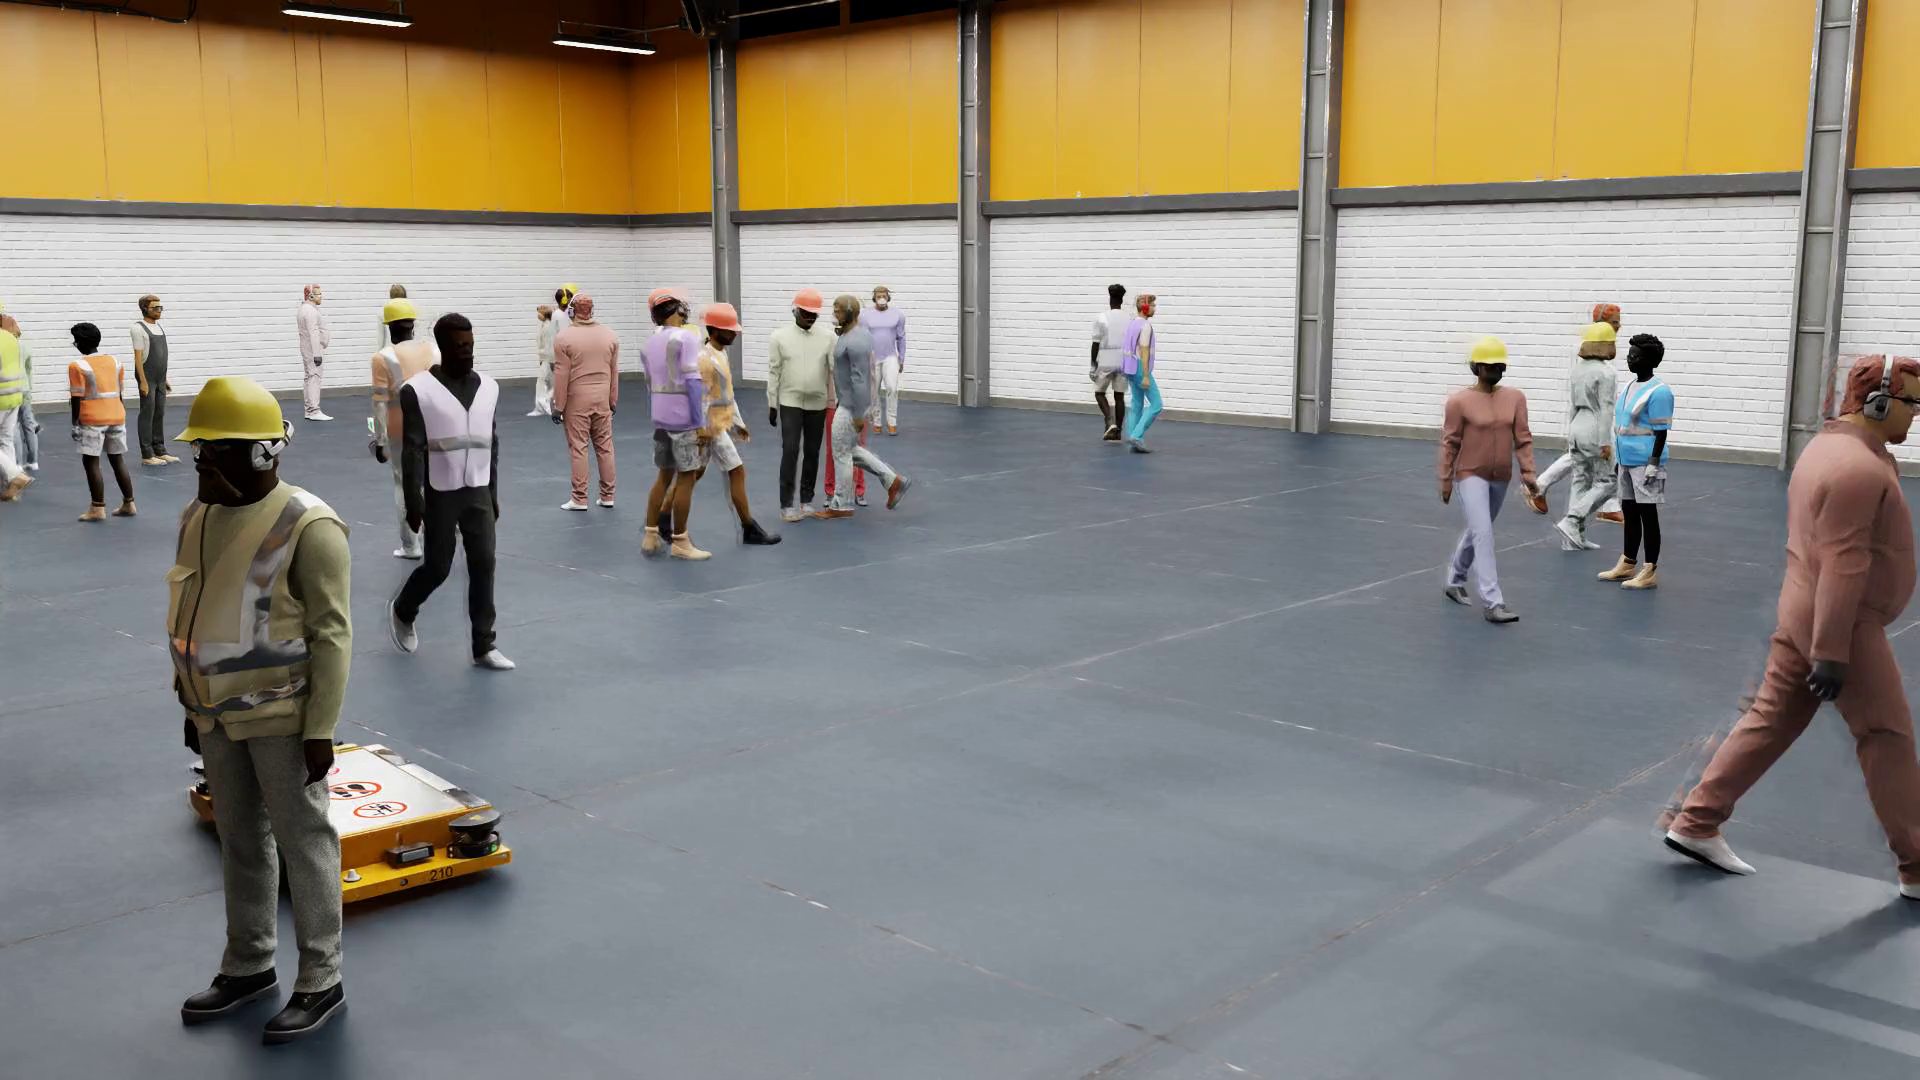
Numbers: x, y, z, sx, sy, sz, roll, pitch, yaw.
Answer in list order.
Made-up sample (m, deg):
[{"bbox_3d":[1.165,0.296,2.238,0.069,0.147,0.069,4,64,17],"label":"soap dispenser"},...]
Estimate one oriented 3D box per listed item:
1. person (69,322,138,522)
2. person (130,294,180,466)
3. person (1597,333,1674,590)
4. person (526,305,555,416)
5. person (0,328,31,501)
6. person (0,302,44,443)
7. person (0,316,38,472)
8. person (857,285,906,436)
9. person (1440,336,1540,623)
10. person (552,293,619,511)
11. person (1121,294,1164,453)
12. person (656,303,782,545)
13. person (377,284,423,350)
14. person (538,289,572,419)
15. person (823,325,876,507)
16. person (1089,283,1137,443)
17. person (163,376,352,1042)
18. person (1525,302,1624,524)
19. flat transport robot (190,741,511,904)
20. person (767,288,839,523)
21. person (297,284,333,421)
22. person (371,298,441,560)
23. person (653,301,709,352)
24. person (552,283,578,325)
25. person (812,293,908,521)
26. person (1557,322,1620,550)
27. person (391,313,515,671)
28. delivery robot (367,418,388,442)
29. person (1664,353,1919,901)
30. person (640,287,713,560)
[{"bbox_3d":[-7.268,-0.999,14.046,0.341,1.681,0.544,3,10,20],"label":"person"},{"bbox_3d":[-8.712,-1.722,17.968,0.347,1.847,0.505,1,9,6],"label":"person"},{"bbox_3d":[4.510,-0.520,11.048,0.320,1.698,0.531,-1,9,-6],"label":"person"},{"bbox_3d":[-5.868,-2.592,24.018,0.777,1.605,0.523,-3,10,-18],"label":"person"},{"bbox_3d":[-8.717,-1.227,15.042,0.453,1.817,0.627,1,9,4],"label":"person"},{"bbox_3d":[-11.504,-2.023,19.977,0.849,1.799,0.595,-9,13,-43],"label":"person"},{"bbox_3d":[-9.885,-1.518,17.362,0.285,1.633,0.498,2,10,14],"label":"person"},{"bbox_3d":[-0.993,-2.269,21.124,0.635,1.913,0.755,-1,9,-7],"label":"person"},{"bbox_3d":[3.212,-0.384,10.165,0.529,1.714,0.945,-3,10,-16],"label":"person"},{"bbox_3d":[-3.305,-1.207,14.622,0.639,1.910,0.407,-9,13,-43],"label":"person"},{"bbox_3d":[2.085,-1.889,19.021,0.457,1.829,0.604,-2,9,-11],"label":"person"},{"bbox_3d":[-1.934,-0.870,12.674,1.024,1.879,0.557,-1,9,-7],"label":"person"},{"bbox_3d":[-7.883,-2.656,23.511,0.649,1.934,0.544,3,10,21],"label":"person"},{"bbox_3d":[-5.624,-2.590,23.303,0.485,1.847,0.541,-2,10,-15],"label":"person"},{"bbox_3d":[-1.010,-1.168,14.814,0.533,1.767,0.326,-1,9,-8],"label":"person"},{"bbox_3d":[1.869,-2.138,20.195,0.628,1.945,0.435,-2,9,-12],"label":"person"},{"bbox_3d":[-1.950,0.464,4.599,0.586,1.835,0.403,5,10,27],"label":"person"},{"bbox_3d":[5.264,-1.074,14.013,0.583,1.856,0.890,-8,12,-41],"label":"person"},{"bbox_3d":[-2.278,0.995,6.121,0.652,0.197,1.431,-8,12,-40],"label":"flat transport robot"},{"bbox_3d":[-1.300,-1.142,14.076,0.635,1.959,0.709,-3,10,-15],"label":"person"},{"bbox_3d":[-9.046,-2.627,23.332,0.402,1.906,0.652,-6,11,-31],"label":"person"},{"bbox_3d":[-3.967,-0.793,12.051,0.489,1.909,0.595,9,13,43],"label":"person"},{"bbox_3d":[-2.921,-1.589,17.309,0.658,1.792,0.944,-4,10,-25],"label":"person"},{"bbox_3d":[-6.130,-3.094,26.271,0.611,1.887,0.929,4,10,21],"label":"person"},{"bbox_3d":[-0.858,-1.115,14.016,0.742,1.923,0.639,-1,9,-6],"label":"person"},{"bbox_3d":[4.716,-0.759,12.413,0.389,1.728,0.508,-2,9,-12],"label":"person"},{"bbox_3d":[-2.746,-0.264,8.883,0.809,1.899,0.602,7,12,37],"label":"person"},{"bbox_3d":[-6.420,-1.306,19.075,0.707,0.478,0.477,-4,10,-21],"label":"delivery robot"},{"bbox_3d":[2.968,0.293,5.644,1.033,1.852,0.649,3,10,16],"label":"person"},{"bbox_3d":[-2.100,-0.833,12.125,0.414,1.992,0.714,-8,12,-39],"label":"person"}]
